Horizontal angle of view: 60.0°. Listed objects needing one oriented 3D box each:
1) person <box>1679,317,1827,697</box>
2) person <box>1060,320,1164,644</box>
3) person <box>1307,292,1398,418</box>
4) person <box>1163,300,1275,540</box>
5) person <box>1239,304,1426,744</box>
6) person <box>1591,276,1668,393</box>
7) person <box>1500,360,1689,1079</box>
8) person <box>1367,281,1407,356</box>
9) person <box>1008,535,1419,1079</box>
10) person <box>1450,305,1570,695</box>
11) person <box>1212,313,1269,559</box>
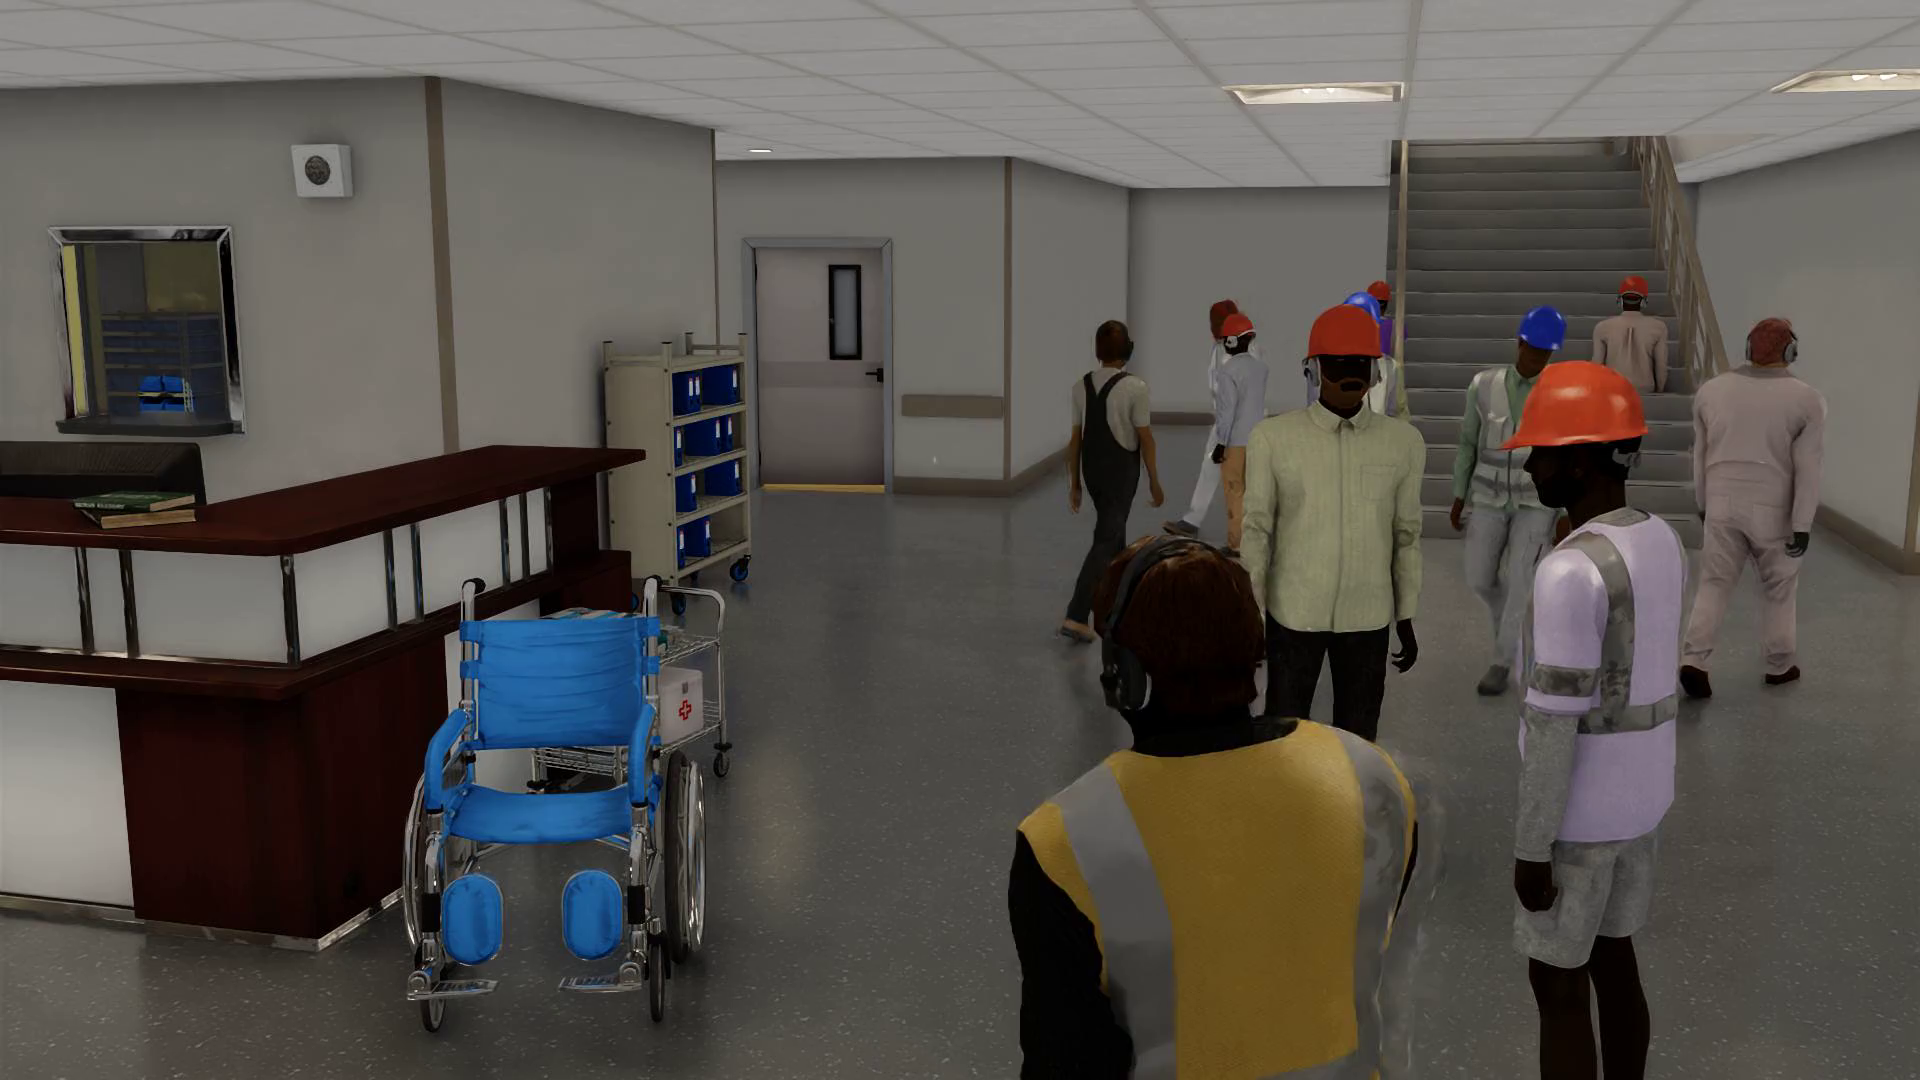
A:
[{"bbox_3d":[3.884,-0.159,8.167,0.643,1.870,0.944,9,13,43],"label":"person"},{"bbox_3d":[0.831,-0.337,9.418,0.504,1.807,0.972,9,13,43],"label":"person"},{"bbox_3d":[2.284,-0.462,9.697,0.603,1.949,0.389,-4,10,-20],"label":"person"},{"bbox_3d":[2.058,-0.893,12.625,1.015,1.832,0.598,-4,10,-23],"label":"person"},{"bbox_3d":[1.217,0.232,5.470,0.612,1.997,0.376,-1,10,-3],"label":"person"},{"bbox_3d":[5.669,-1.236,14.125,0.610,1.995,0.375,4,10,20],"label":"person"},{"bbox_3d":[1.357,0.571,3.684,0.390,1.929,0.545,9,13,44],"label":"person"},{"bbox_3d":[3.773,-1.380,15.140,0.546,1.939,0.375,2,10,12],"label":"person"},{"bbox_3d":[0.348,0.888,2.250,0.618,1.798,0.981,-3,10,-19],"label":"person"},{"bbox_3d":[2.779,-0.205,8.265,0.636,1.921,0.588,6,12,33],"label":"person"},{"bbox_3d":[1.974,-0.741,11.921,0.342,1.749,0.573,8,13,39],"label":"person"}]
